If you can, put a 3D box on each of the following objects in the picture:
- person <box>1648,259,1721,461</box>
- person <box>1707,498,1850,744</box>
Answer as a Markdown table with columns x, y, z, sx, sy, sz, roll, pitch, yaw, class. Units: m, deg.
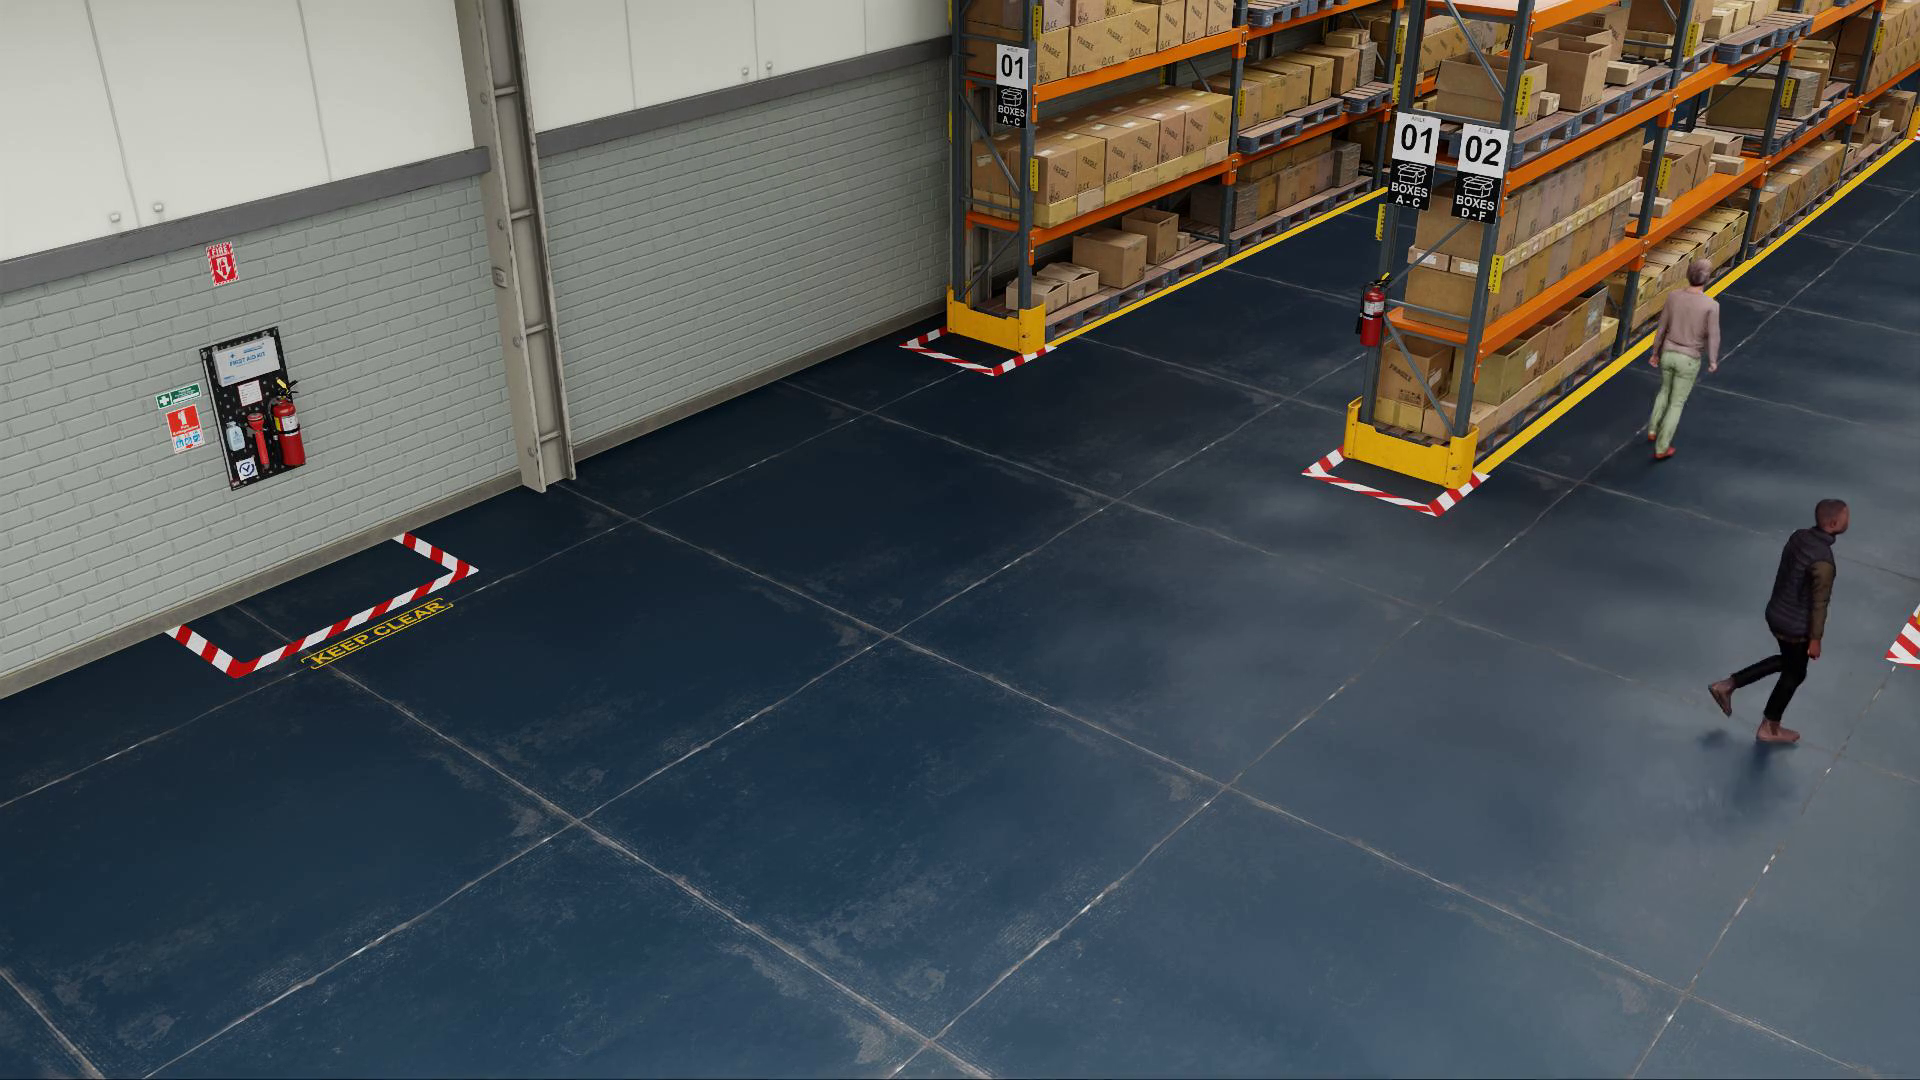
| x | y | z | sx | sy | sz | roll | pitch | yaw | class |
| --- | --- | --- | --- | --- | --- | --- | --- | --- | --- |
| 6.504 | -1.598 | 15.100 | 0.765 | 1.854 | 0.749 | -21 | 34 | -34 | person |
| 5.472 | 0.542 | 11.118 | 1.009 | 1.820 | 0.969 | 6 | 29 | 11 | person |
